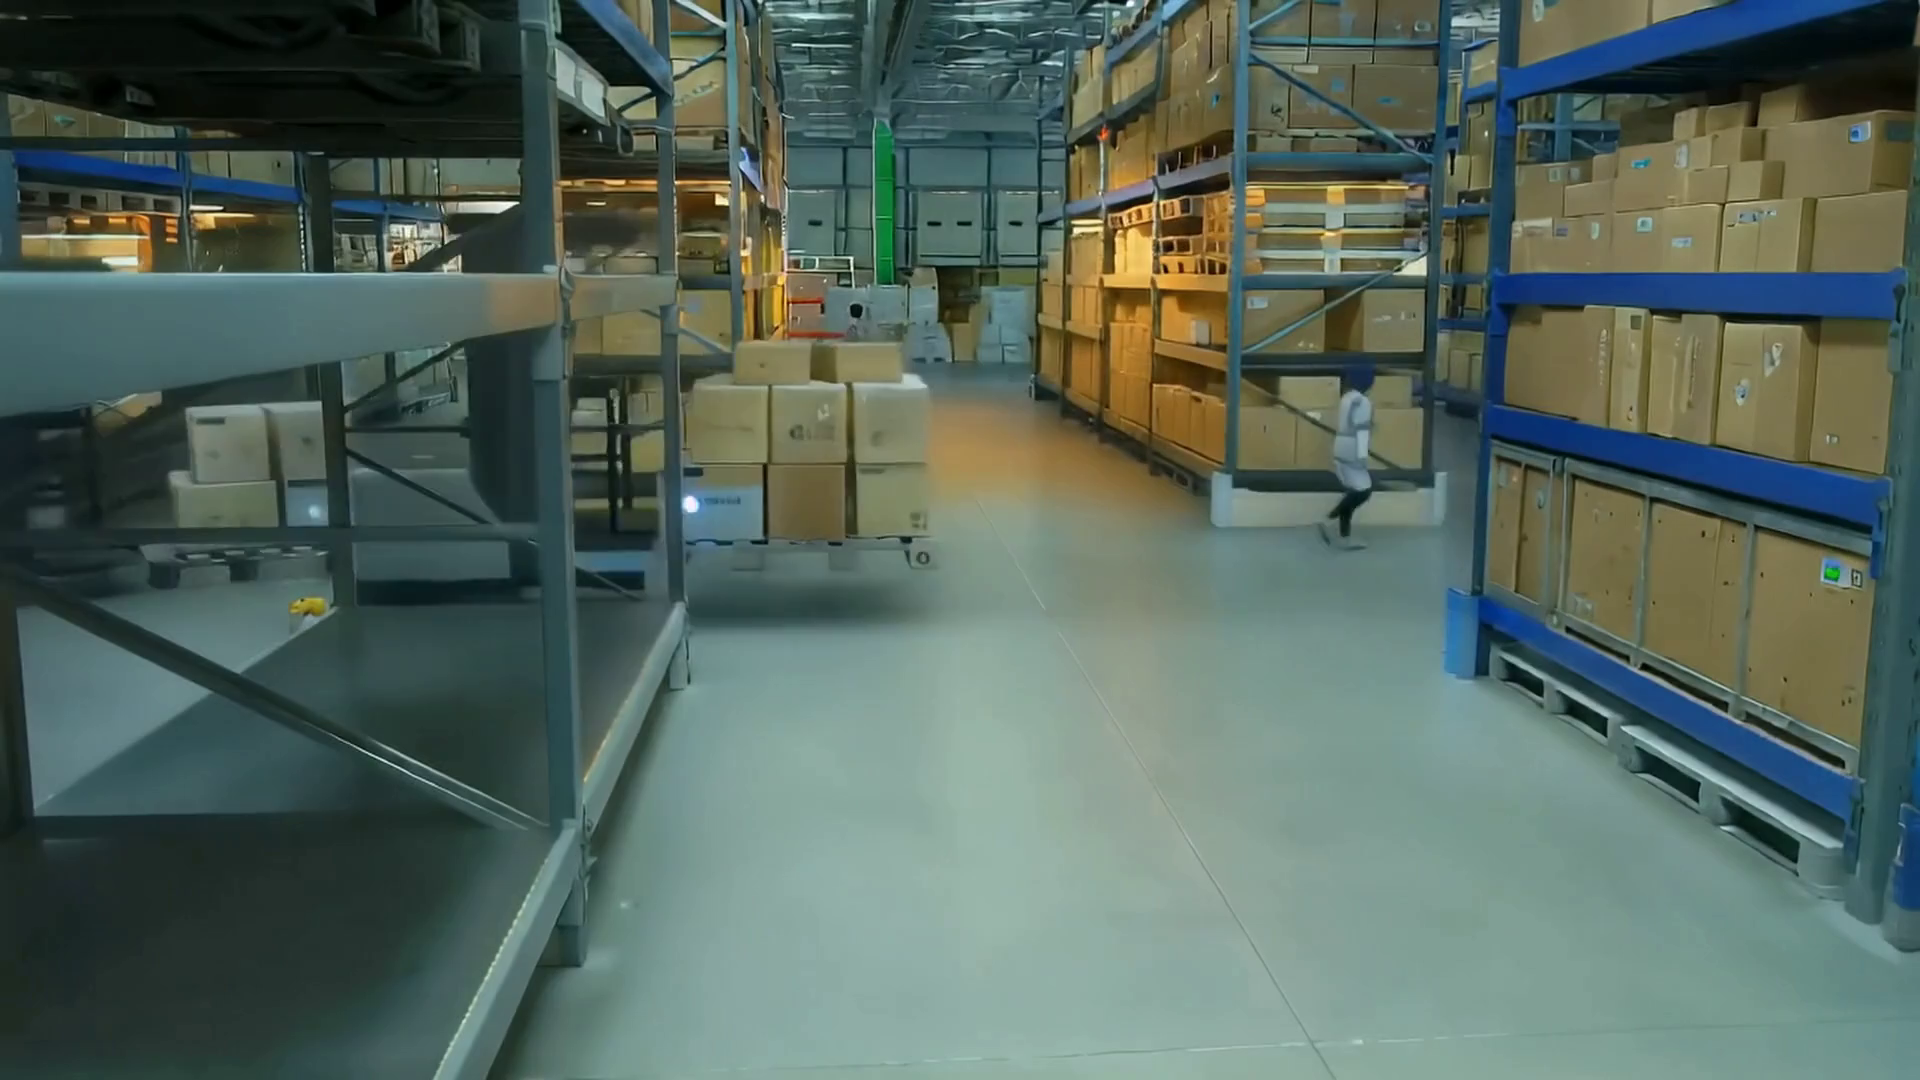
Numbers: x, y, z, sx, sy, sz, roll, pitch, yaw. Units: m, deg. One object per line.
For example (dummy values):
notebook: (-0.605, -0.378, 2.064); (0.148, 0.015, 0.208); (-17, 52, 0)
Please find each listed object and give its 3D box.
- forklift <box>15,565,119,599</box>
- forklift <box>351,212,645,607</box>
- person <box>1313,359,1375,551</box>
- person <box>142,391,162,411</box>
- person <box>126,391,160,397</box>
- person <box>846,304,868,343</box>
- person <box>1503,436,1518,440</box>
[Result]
forklift: (-7.324, -0.950, 12.096); (1.873, 2.768, 1.129); (-5, 11, -31)
forklift: (-3.277, -0.903, 11.799); (1.873, 2.768, 1.129); (-1, 9, -5)
person: (3.332, -0.721, 14.380); (0.474, 1.679, 0.549); (-1, 9, -8)
person: (-14.230, -3.242, 29.451); (0.618, 1.949, 1.016); (3, 10, 20)
person: (-16.290, -3.849, 32.925); (0.710, 2.000, 0.938); (8, 12, 41)
person: (-2.053, -3.780, 33.116); (0.429, 1.844, 0.622); (-1, 9, -7)
person: (3.721, -0.221, 10.685); (0.731, 1.872, 0.698); (-4, 10, -25)
